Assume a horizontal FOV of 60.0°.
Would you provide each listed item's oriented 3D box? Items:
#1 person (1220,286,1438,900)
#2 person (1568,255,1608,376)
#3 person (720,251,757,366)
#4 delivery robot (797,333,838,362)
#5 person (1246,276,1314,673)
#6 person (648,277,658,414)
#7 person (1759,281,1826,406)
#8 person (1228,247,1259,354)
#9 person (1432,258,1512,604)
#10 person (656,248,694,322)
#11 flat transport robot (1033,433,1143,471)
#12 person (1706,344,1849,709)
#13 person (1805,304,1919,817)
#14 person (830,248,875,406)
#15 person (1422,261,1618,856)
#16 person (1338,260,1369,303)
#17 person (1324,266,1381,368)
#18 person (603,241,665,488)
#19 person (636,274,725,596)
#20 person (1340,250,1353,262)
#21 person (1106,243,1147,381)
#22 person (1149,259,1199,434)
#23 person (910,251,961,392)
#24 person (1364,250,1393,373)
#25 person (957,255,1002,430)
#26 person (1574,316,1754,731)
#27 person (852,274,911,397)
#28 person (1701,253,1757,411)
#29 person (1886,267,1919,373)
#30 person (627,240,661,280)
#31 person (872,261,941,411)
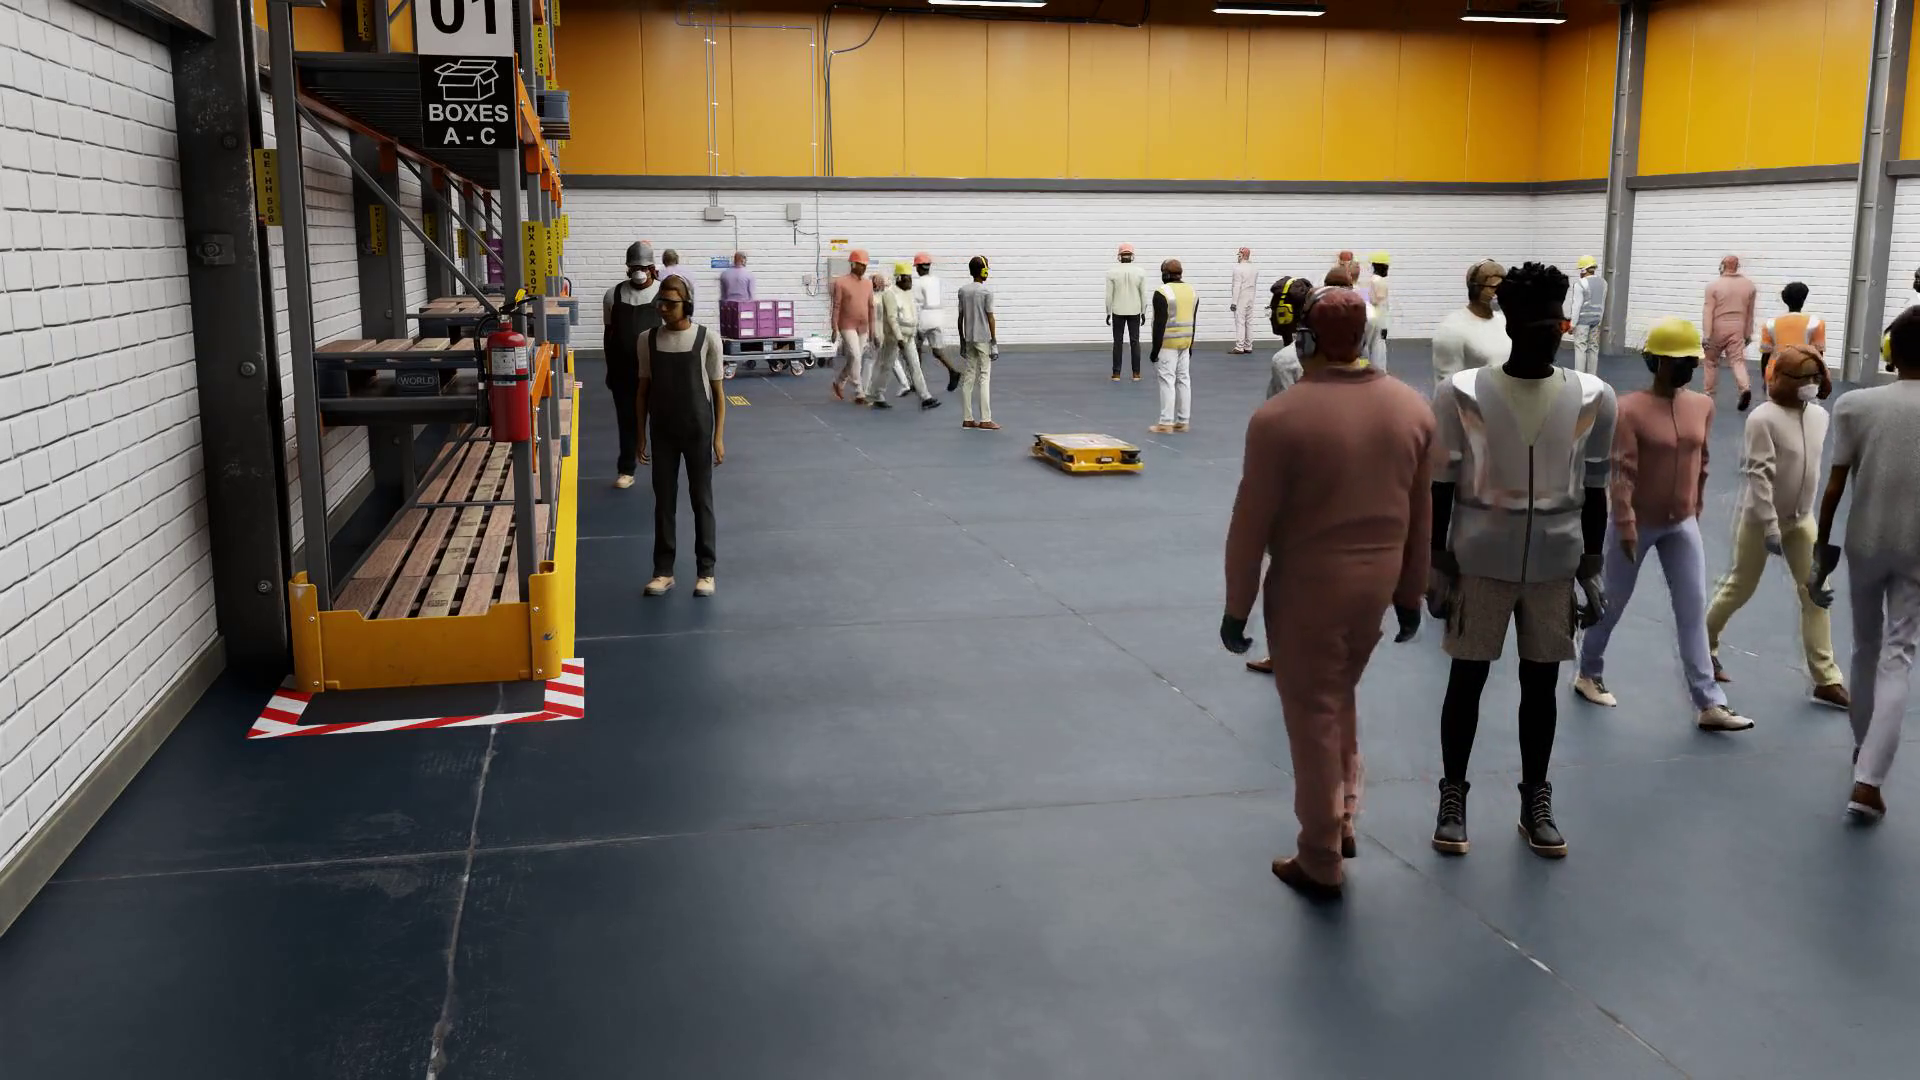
[{"bbox_3d":[1.105,0.162,5.218,0.674,1.889,0.560,-5,11,-24],"label":"person"},{"bbox_3d":[8.697,-3.041,23.136,0.586,1.831,0.403,-6,12,-28],"label":"person"},{"bbox_3d":[-3.579,-3.707,26.746,0.652,1.873,0.788,3,11,18],"label":"person"},{"bbox_3d":[-2.311,-3.053,26.482,0.707,0.478,0.477,-7,12,-33],"label":"delivery robot"},{"bbox_3d":[1.558,-0.295,7.817,0.317,1.870,0.523,7,12,34],"label":"person"},{"bbox_3d":[-3.640,-2.333,19.724,0.546,1.651,0.894,-2,10,-10],"label":"person"},{"bbox_3d":[7.157,-1.388,14.364,0.542,1.682,0.454,9,13,40],"label":"person"},{"bbox_3d":[5.062,-4.288,29.837,0.409,1.907,0.649,9,14,42],"label":"person"},{"bbox_3d":[2.846,-0.581,9.225,0.632,1.938,0.362,-8,13,-38],"label":"person"},{"bbox_3d":[-4.122,-3.204,23.829,0.641,1.908,0.775,-5,11,-26],"label":"person"},{"bbox_3d":[1.141,-0.806,15.077,0.652,0.197,1.431,-2,10,-11],"label":"flat transport robot"},{"bbox_3d":[3.644,-0.080,7.419,0.495,1.589,0.820,-4,11,-20],"label":"person"},{"bbox_3d":[3.396,0.057,6.032,0.542,1.821,1.001,8,13,36],"label":"person"},{"bbox_3d":[-1.367,-2.670,20.795,0.632,1.950,0.951,-9,14,-42],"label":"person"},{"bbox_3d":[1.839,0.072,5.511,0.607,1.966,0.367,1,10,6],"label":"person"},{"bbox_3d":[4.189,-2.041,17.620,0.543,1.831,0.575,6,12,32],"label":"person"},{"bbox_3d":[2.887,-1.171,12.766,0.621,1.838,0.429,-1,10,-8],"label":"person"},{"bbox_3d":[-2.604,-1.427,13.614,0.681,2.000,0.535,1,10,7],"label":"person"},{"bbox_3d":[-1.599,-0.590,9.523,0.516,1.842,0.326,1,10,6],"label":"person"},{"bbox_3d":[6.095,-3.648,26.391,0.438,1.870,0.584,-4,11,-19],"label":"person"},{"bbox_3d":[2.410,-3.300,24.133,0.608,1.990,0.385,0,10,-1],"label":"person"},{"bbox_3d":[2.232,-2.044,17.592,0.634,1.839,0.429,-9,14,-41],"label":"person"},{"bbox_3d":[-0.367,-2.884,22.124,0.541,1.900,0.858,-9,13,-39],"label":"person"},{"bbox_3d":[5.444,-2.875,22.011,0.789,1.907,0.596,0,10,-1],"label":"person"},{"bbox_3d":[0.202,-2.117,17.906,0.517,1.873,0.328,8,13,39],"label":"person"},{"bbox_3d":[2.958,-0.075,7.011,0.530,1.719,0.877,-2,10,-12],"label":"person"},{"bbox_3d":[-1.009,-2.660,21.676,0.855,1.598,0.508,7,12,34],"label":"person"},{"bbox_3d":[9.267,-2.503,20.035,0.656,1.884,0.867,0,10,-2],"label":"person"},{"bbox_3d":[9.523,-1.831,16.544,0.649,1.791,0.952,-5,12,-27],"label":"person"},{"bbox_3d":[-5.213,-3.951,27.647,0.612,2.029,0.407,-7,13,-36],"label":"person"},{"bbox_3d":[-0.685,-2.422,19.834,0.911,1.788,0.601,7,12,35],"label":"person"}]
